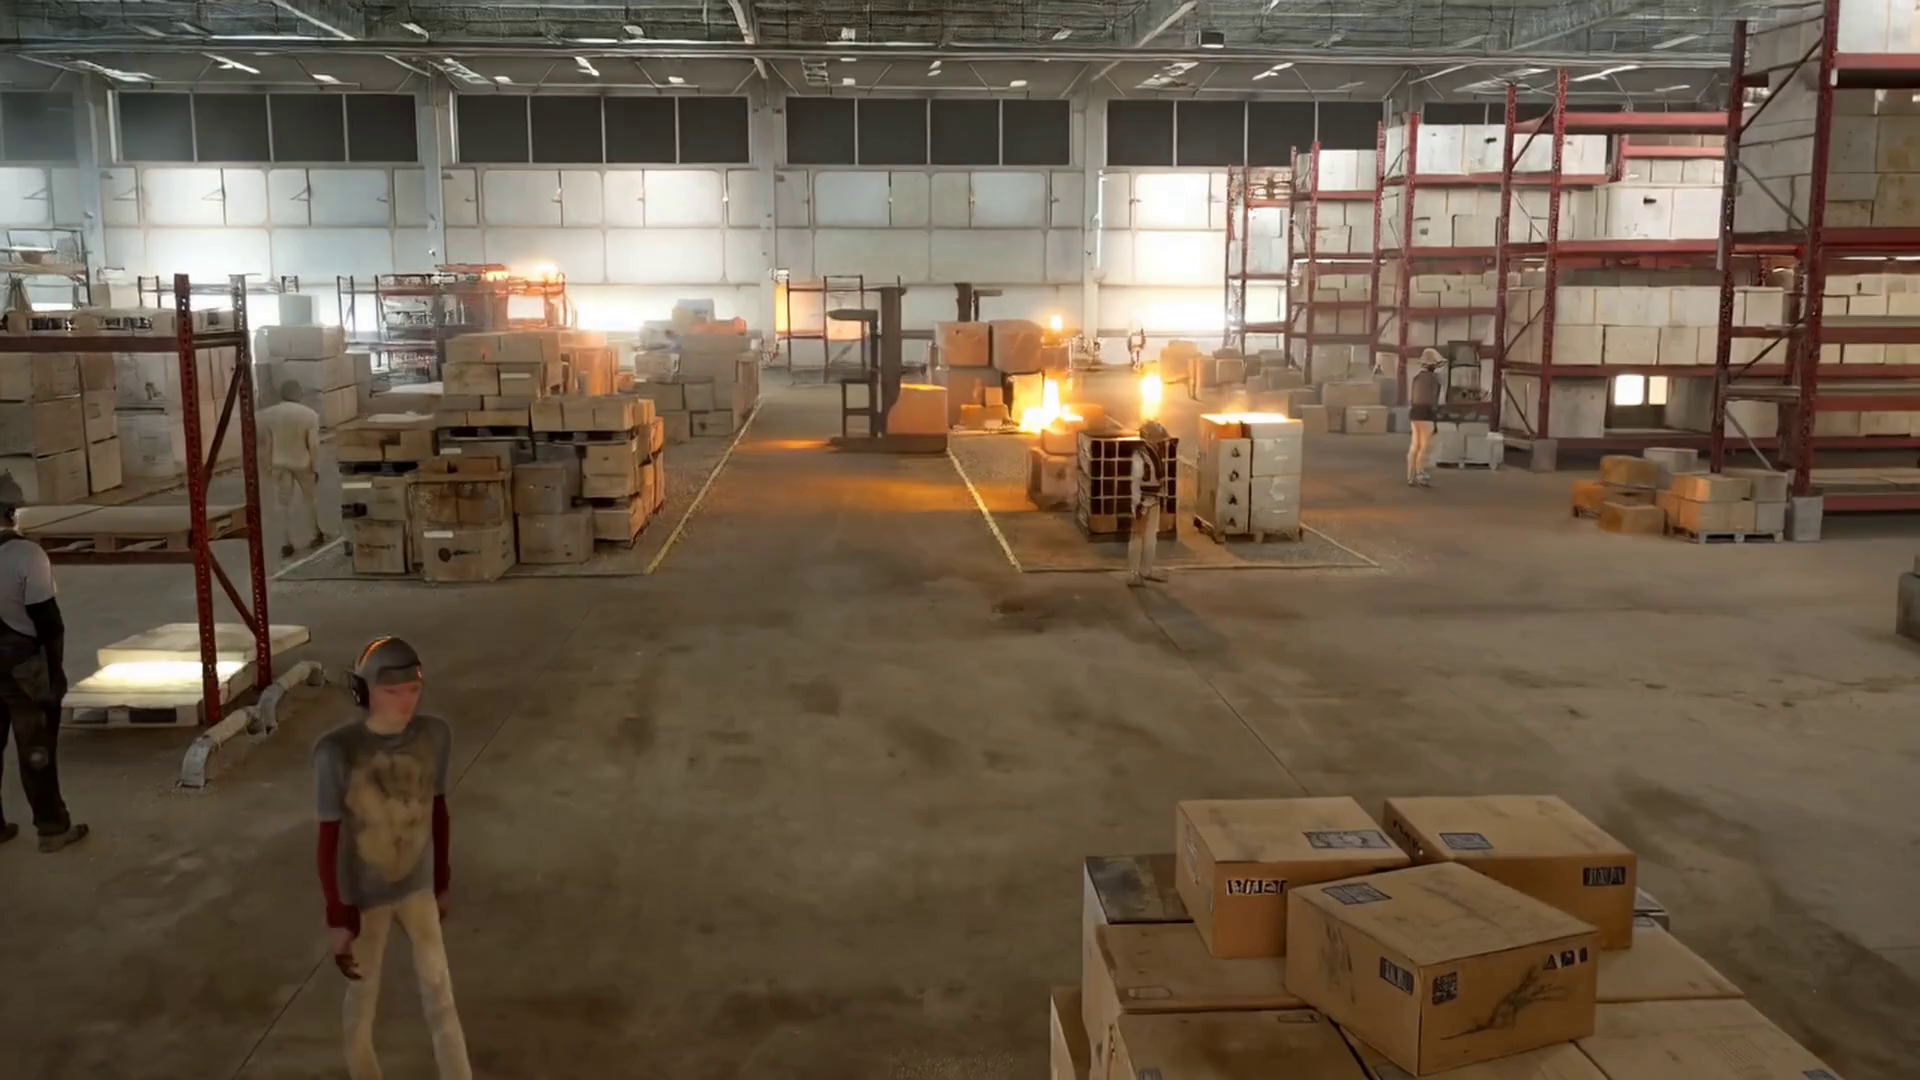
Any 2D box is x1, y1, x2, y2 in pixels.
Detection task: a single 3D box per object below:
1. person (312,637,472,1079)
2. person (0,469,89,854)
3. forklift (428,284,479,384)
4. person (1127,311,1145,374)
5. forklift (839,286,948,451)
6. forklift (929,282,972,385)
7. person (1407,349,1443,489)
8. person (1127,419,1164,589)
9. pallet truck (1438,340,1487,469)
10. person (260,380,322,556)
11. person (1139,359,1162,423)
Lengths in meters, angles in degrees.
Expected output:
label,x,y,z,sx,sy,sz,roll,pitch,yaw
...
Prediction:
label,x,y,z,sx,sy,sz,roll,pitch,yaw
person,-1.899,1.231,5.606,0.522,1.821,0.949,-7,12,-38
person,-4.978,0.626,8.726,0.674,2.000,0.535,1,9,5
forklift,-11.186,-4.309,37.087,1.129,2.768,1.873,-5,10,-29
person,5.386,-6.039,50.898,0.544,1.939,0.354,2,9,15
forklift,-1.161,-2.977,28.722,1.873,2.768,1.129,-1,9,-4
forklift,0.115,-5.570,45.007,1.873,2.768,1.129,-1,9,-4
person,6.613,-1.710,23.588,0.407,1.987,0.607,-3,9,-16
person,1.805,-0.353,16.137,0.310,1.636,0.522,6,11,34
pallet truck,8.004,-2.170,26.422,0.823,1.965,1.885,2,9,14
person,-7.286,-0.800,18.165,0.652,1.885,1.018,-1,9,-7
person,3.011,-2.012,26.362,0.322,1.698,0.533,6,11,35
